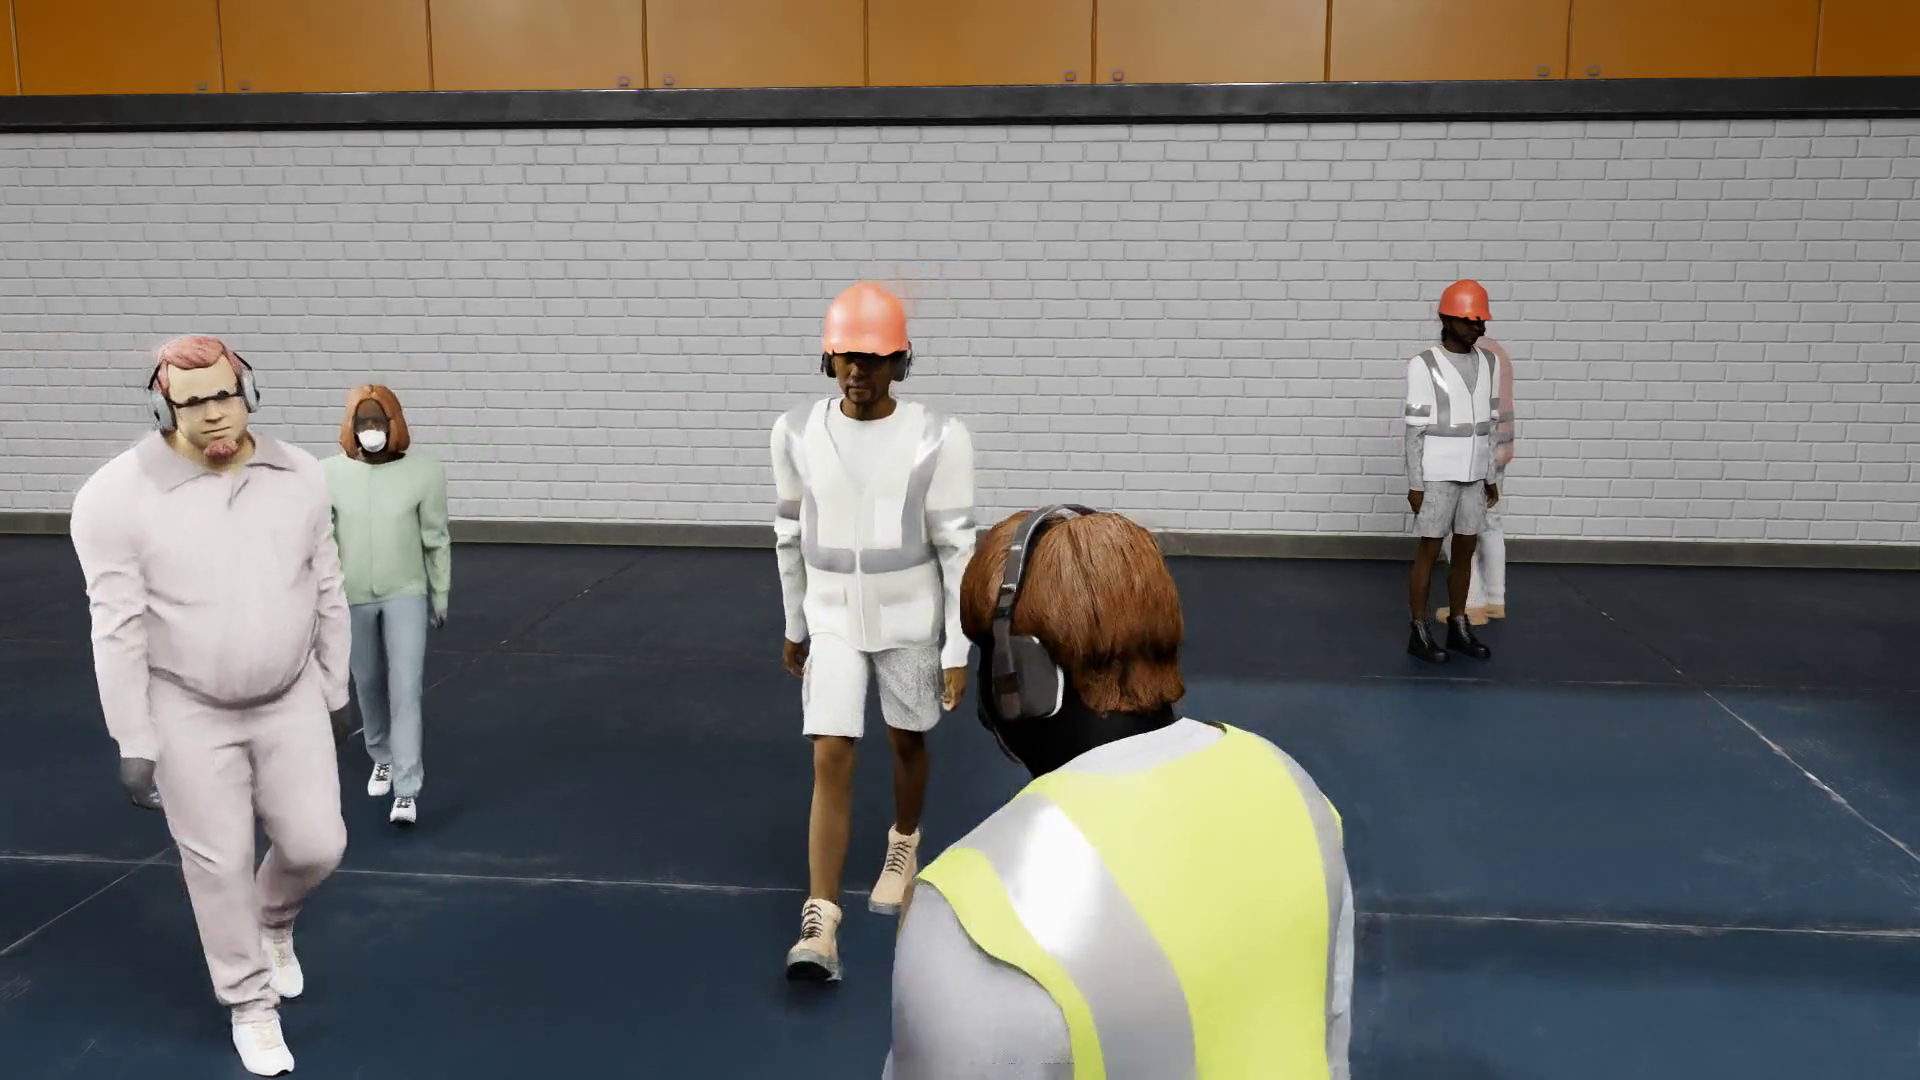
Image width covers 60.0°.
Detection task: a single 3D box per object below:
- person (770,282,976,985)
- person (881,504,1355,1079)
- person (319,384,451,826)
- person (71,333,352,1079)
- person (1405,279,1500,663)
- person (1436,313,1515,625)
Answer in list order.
[{"bbox_3d":[-0.263,0.254,4.826,0.620,1.971,1.115,2,10,9],"label":"person"},{"bbox_3d":[0.170,0.870,1.796,0.452,1.815,0.632,8,13,39],"label":"person"},{"bbox_3d":[-2.122,0.234,6.068,0.515,1.590,0.870,-2,10,-13],"label":"person"},{"bbox_3d":[-1.849,0.418,4.207,0.656,1.882,0.503,-10,14,-44],"label":"person"},{"bbox_3d":[2.497,-0.339,8.388,0.538,1.930,0.378,-4,11,-22],"label":"person"},{"bbox_3d":[2.854,-0.438,9.277,0.434,1.821,0.658,8,13,38],"label":"person"}]
